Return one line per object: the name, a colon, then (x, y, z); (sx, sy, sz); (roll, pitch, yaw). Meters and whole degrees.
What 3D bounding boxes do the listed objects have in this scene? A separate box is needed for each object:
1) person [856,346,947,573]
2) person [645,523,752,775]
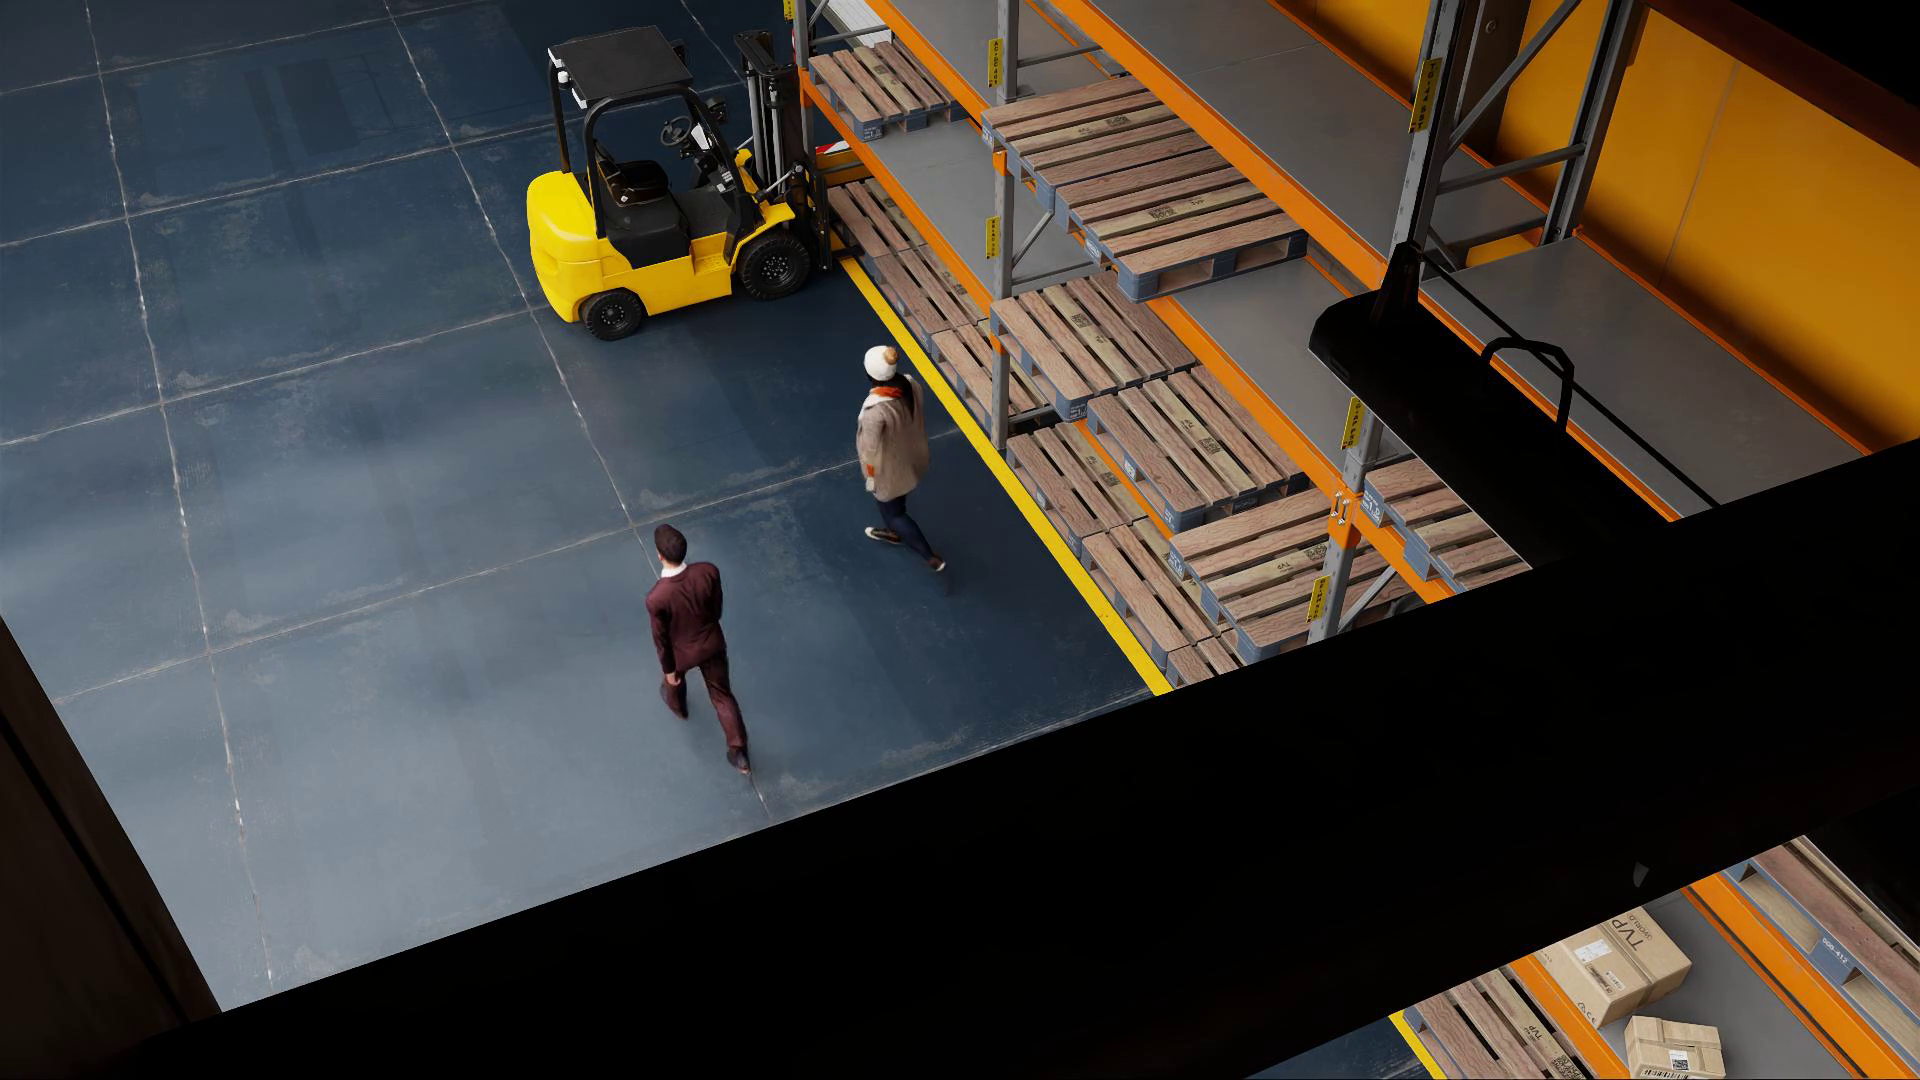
person: (-0.373, -0.528, 11.390); (1.157, 1.864, 1.013); (28, 50, 26)
person: (-1.574, 0.686, 10.138); (0.762, 1.833, 1.264); (-23, 48, -23)
